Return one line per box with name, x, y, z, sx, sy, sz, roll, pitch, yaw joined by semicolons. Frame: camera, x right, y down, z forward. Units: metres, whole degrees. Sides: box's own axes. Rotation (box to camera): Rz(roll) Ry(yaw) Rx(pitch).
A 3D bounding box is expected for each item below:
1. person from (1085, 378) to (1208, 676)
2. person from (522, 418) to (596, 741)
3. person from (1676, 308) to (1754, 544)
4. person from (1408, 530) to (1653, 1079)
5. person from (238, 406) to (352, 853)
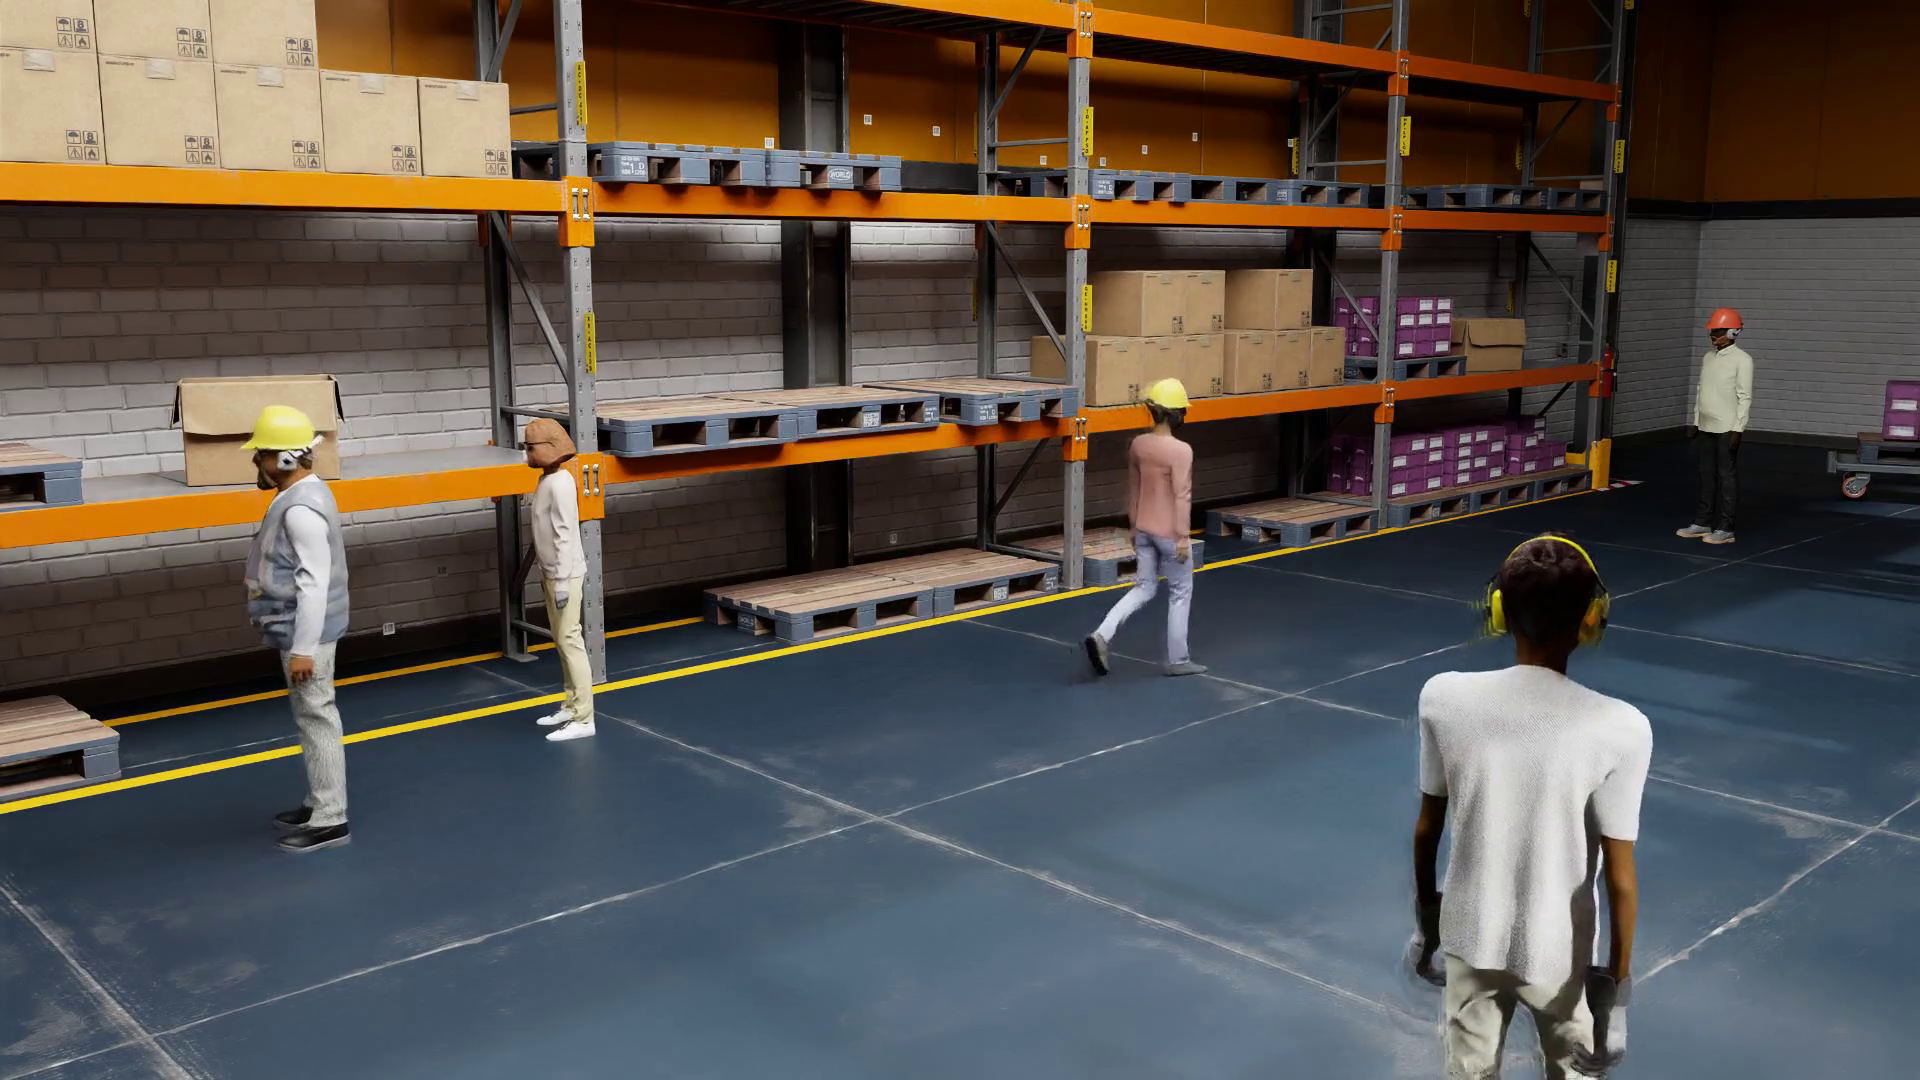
person;1.093;-0.049;9.497;0.713;1.746;0.528;-6;11;-30
person;-2.041;0.194;8.429;0.283;1.626;0.503;-4;10;-22
person;6.456;-0.971;14.159;0.380;1.995;0.611;-2;10;-13
person;1.226;0.895;3.658;0.515;1.847;0.650;5;11;29
person;-2.719;0.361;6.844;0.404;1.828;0.598;-4;10;-21
